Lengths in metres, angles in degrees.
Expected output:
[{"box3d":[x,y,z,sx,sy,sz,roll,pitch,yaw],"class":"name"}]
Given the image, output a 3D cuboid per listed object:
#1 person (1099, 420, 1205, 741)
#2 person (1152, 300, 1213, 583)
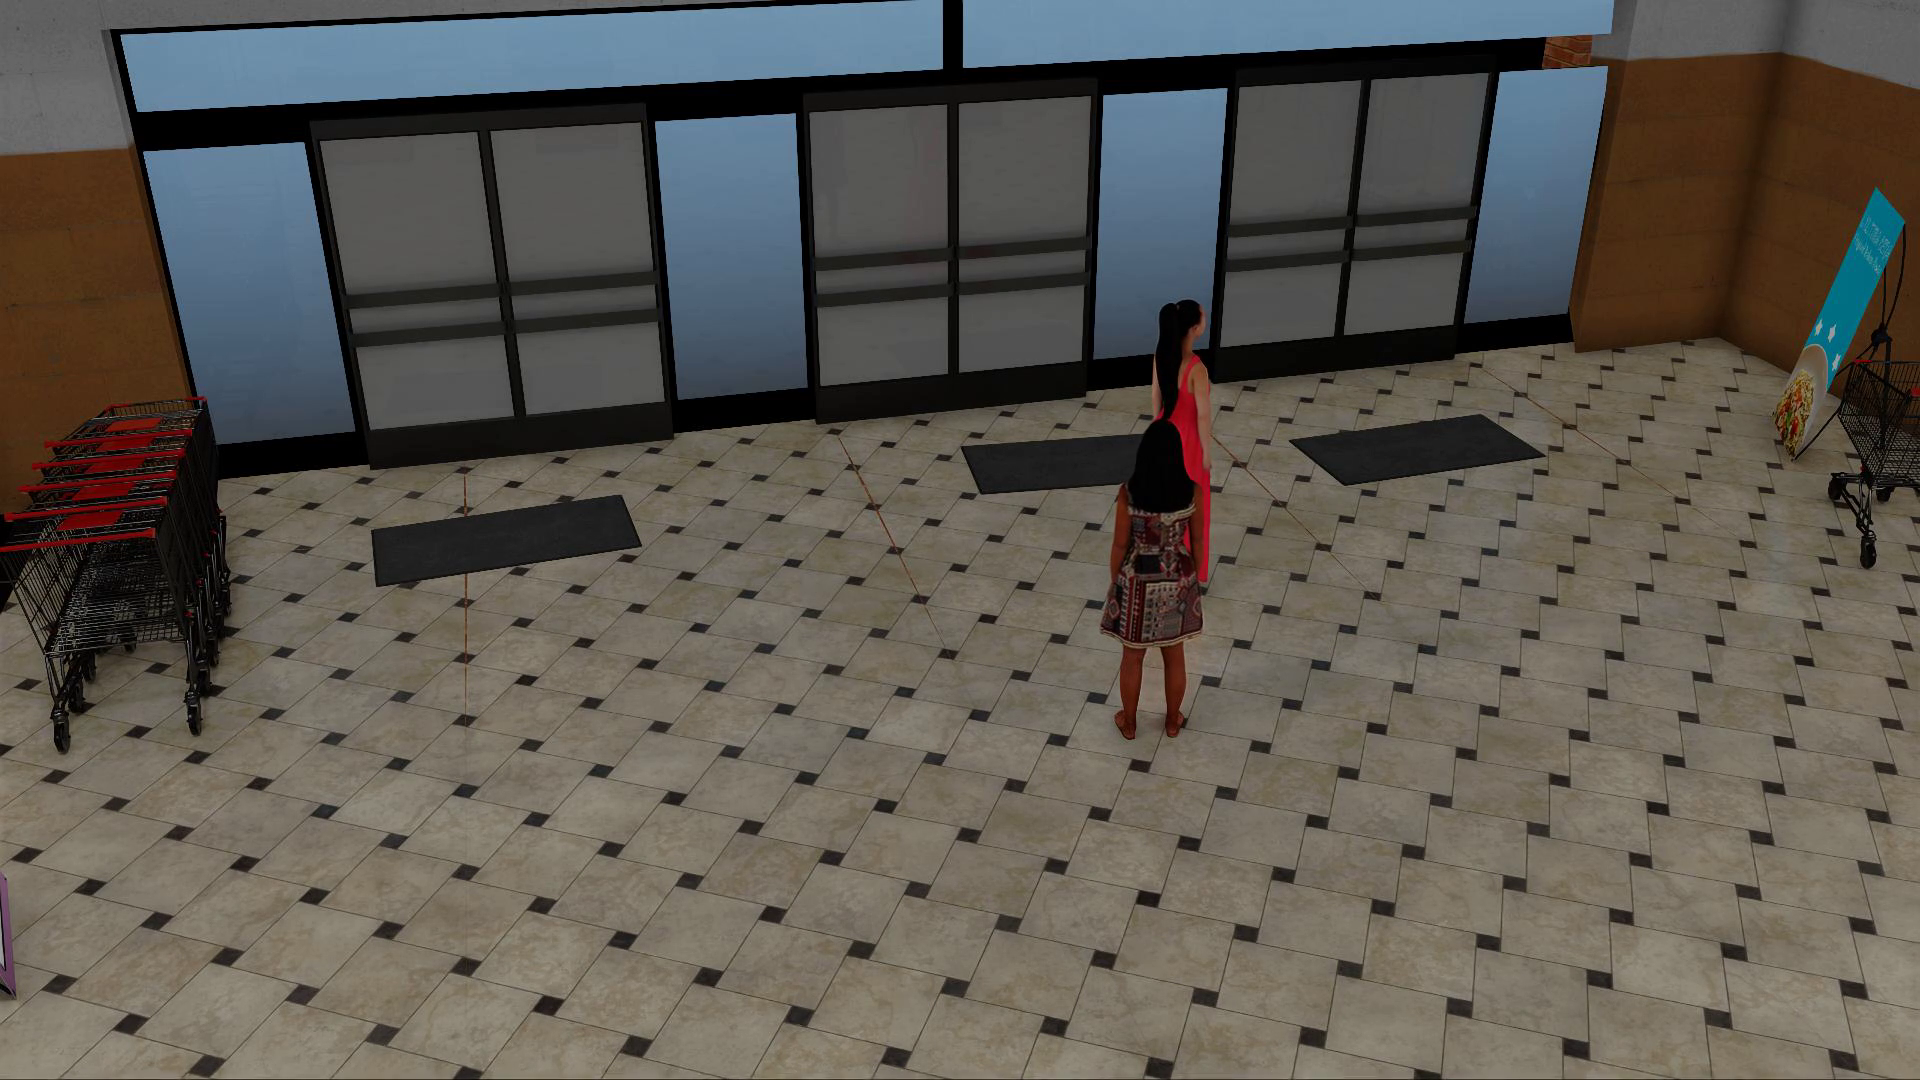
[{"box3d":[0.921,0.199,7.896,0.693,1.644,0.600,-1,27,-3],"class":"person"},{"box3d":[1.204,-0.504,9.191,0.753,1.728,0.632,-19,32,-33],"class":"person"}]
